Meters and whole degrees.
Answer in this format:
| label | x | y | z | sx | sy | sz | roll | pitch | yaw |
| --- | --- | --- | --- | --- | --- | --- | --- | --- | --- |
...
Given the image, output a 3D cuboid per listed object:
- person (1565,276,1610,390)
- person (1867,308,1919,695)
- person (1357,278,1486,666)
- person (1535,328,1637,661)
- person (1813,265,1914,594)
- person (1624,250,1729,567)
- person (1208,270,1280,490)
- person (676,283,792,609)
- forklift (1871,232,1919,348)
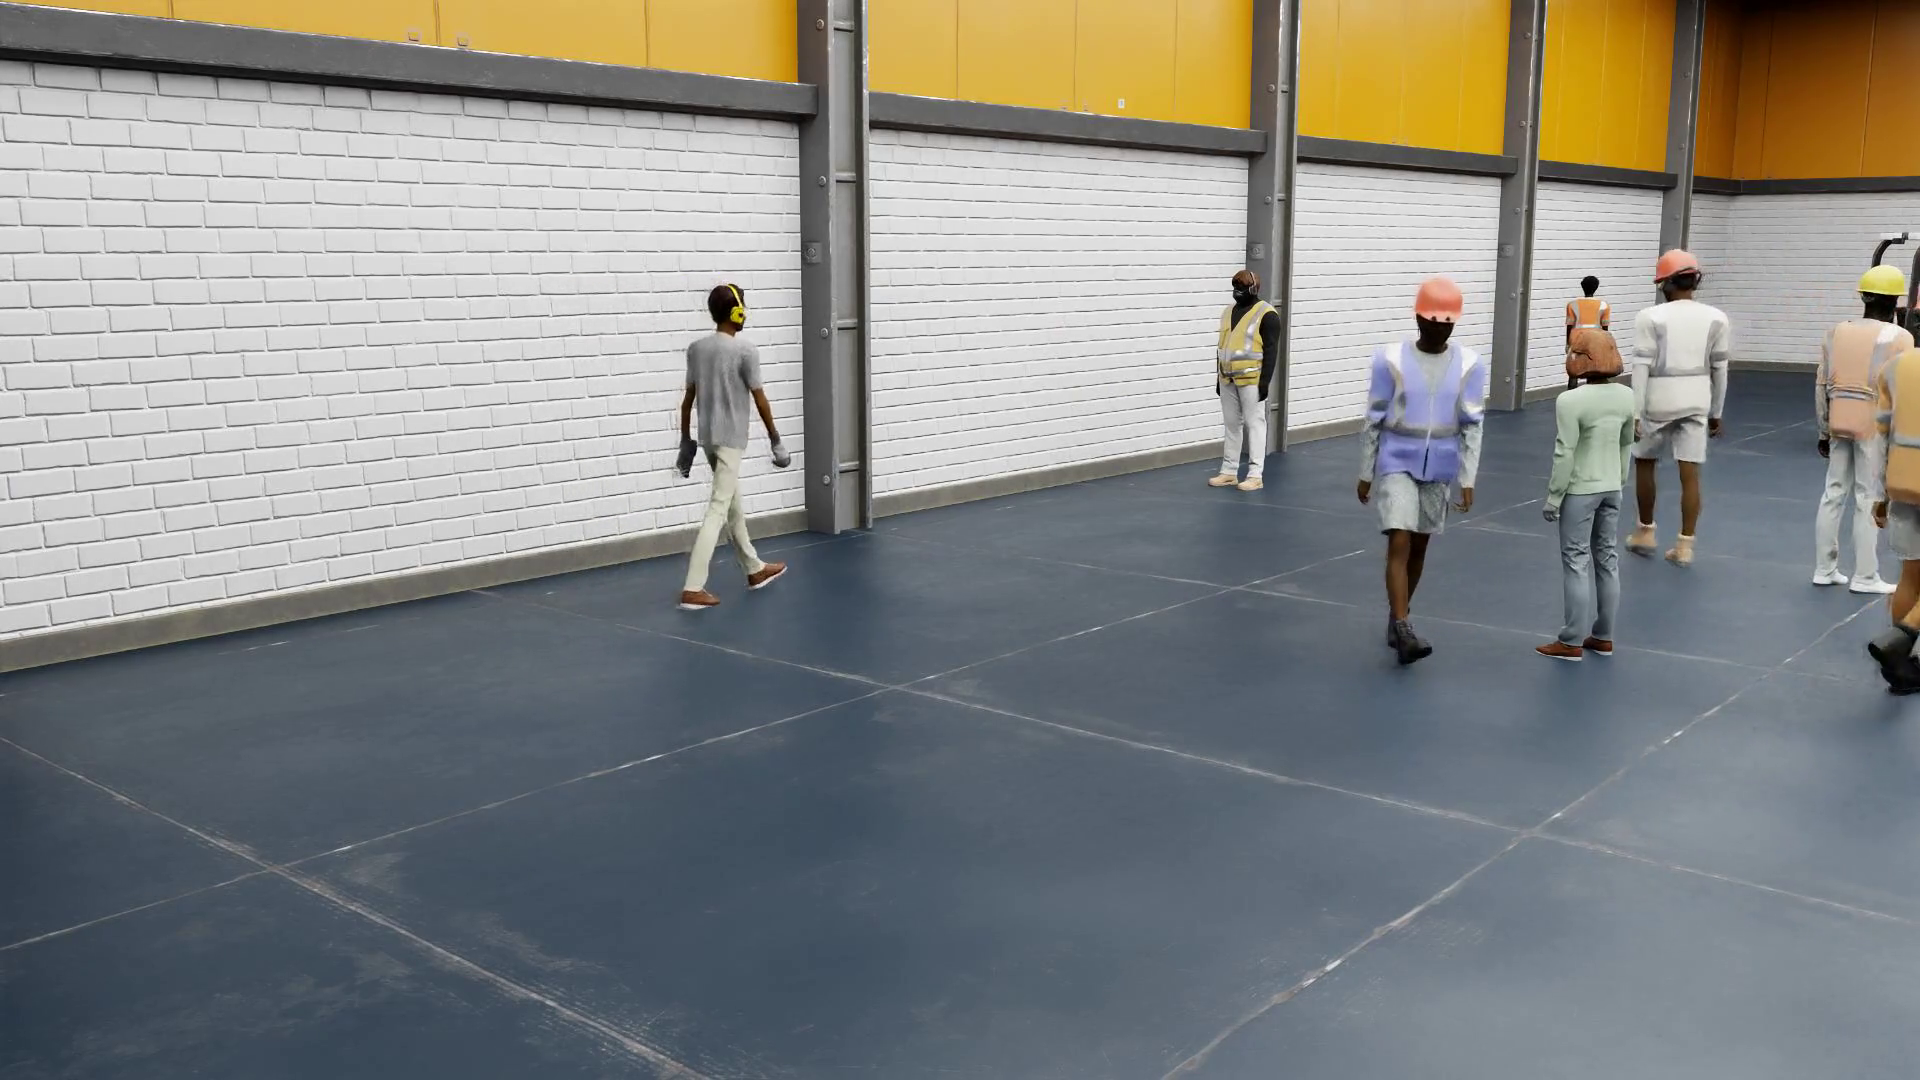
| label | x | y | z | sx | sy | sz | roll | pitch | yaw |
| --- | --- | --- | --- | --- | --- | --- | --- | --- | --- |
| person | 7.740 | -2.413 | 20.552 | 0.527 | 1.690 | 0.321 | 2 | 10 | 12 |
| person | 4.303 | -0.226 | 7.422 | 0.533 | 1.921 | 0.558 | -4 | 11 | -24 |
| person | 2.276 | -0.329 | 8.144 | 0.560 | 1.878 | 0.974 | 0 | 10 | 2 |
| person | 3.095 | -0.220 | 8.209 | 0.500 | 1.636 | 0.282 | -5 | 11 | -27 |
| person | 5.336 | -0.648 | 9.816 | 0.388 | 1.926 | 0.590 | -4 | 11 | -22 |
| person | 4.612 | -0.862 | 10.798 | 0.650 | 2.003 | 0.852 | 0 | 10 | 2 |
| person | 2.383 | -1.343 | 14.022 | 0.429 | 1.844 | 0.626 | -7 | 12 | -37 |
| person | -1.314 | -0.547 | 9.544 | 0.506 | 1.822 | 0.959 | 8 | 13 | 38 |
| forklift | 9.955 | -1.972 | 16.595 | 2.313 | 2.155 | 1.214 | 1 | 10 | 8 |
